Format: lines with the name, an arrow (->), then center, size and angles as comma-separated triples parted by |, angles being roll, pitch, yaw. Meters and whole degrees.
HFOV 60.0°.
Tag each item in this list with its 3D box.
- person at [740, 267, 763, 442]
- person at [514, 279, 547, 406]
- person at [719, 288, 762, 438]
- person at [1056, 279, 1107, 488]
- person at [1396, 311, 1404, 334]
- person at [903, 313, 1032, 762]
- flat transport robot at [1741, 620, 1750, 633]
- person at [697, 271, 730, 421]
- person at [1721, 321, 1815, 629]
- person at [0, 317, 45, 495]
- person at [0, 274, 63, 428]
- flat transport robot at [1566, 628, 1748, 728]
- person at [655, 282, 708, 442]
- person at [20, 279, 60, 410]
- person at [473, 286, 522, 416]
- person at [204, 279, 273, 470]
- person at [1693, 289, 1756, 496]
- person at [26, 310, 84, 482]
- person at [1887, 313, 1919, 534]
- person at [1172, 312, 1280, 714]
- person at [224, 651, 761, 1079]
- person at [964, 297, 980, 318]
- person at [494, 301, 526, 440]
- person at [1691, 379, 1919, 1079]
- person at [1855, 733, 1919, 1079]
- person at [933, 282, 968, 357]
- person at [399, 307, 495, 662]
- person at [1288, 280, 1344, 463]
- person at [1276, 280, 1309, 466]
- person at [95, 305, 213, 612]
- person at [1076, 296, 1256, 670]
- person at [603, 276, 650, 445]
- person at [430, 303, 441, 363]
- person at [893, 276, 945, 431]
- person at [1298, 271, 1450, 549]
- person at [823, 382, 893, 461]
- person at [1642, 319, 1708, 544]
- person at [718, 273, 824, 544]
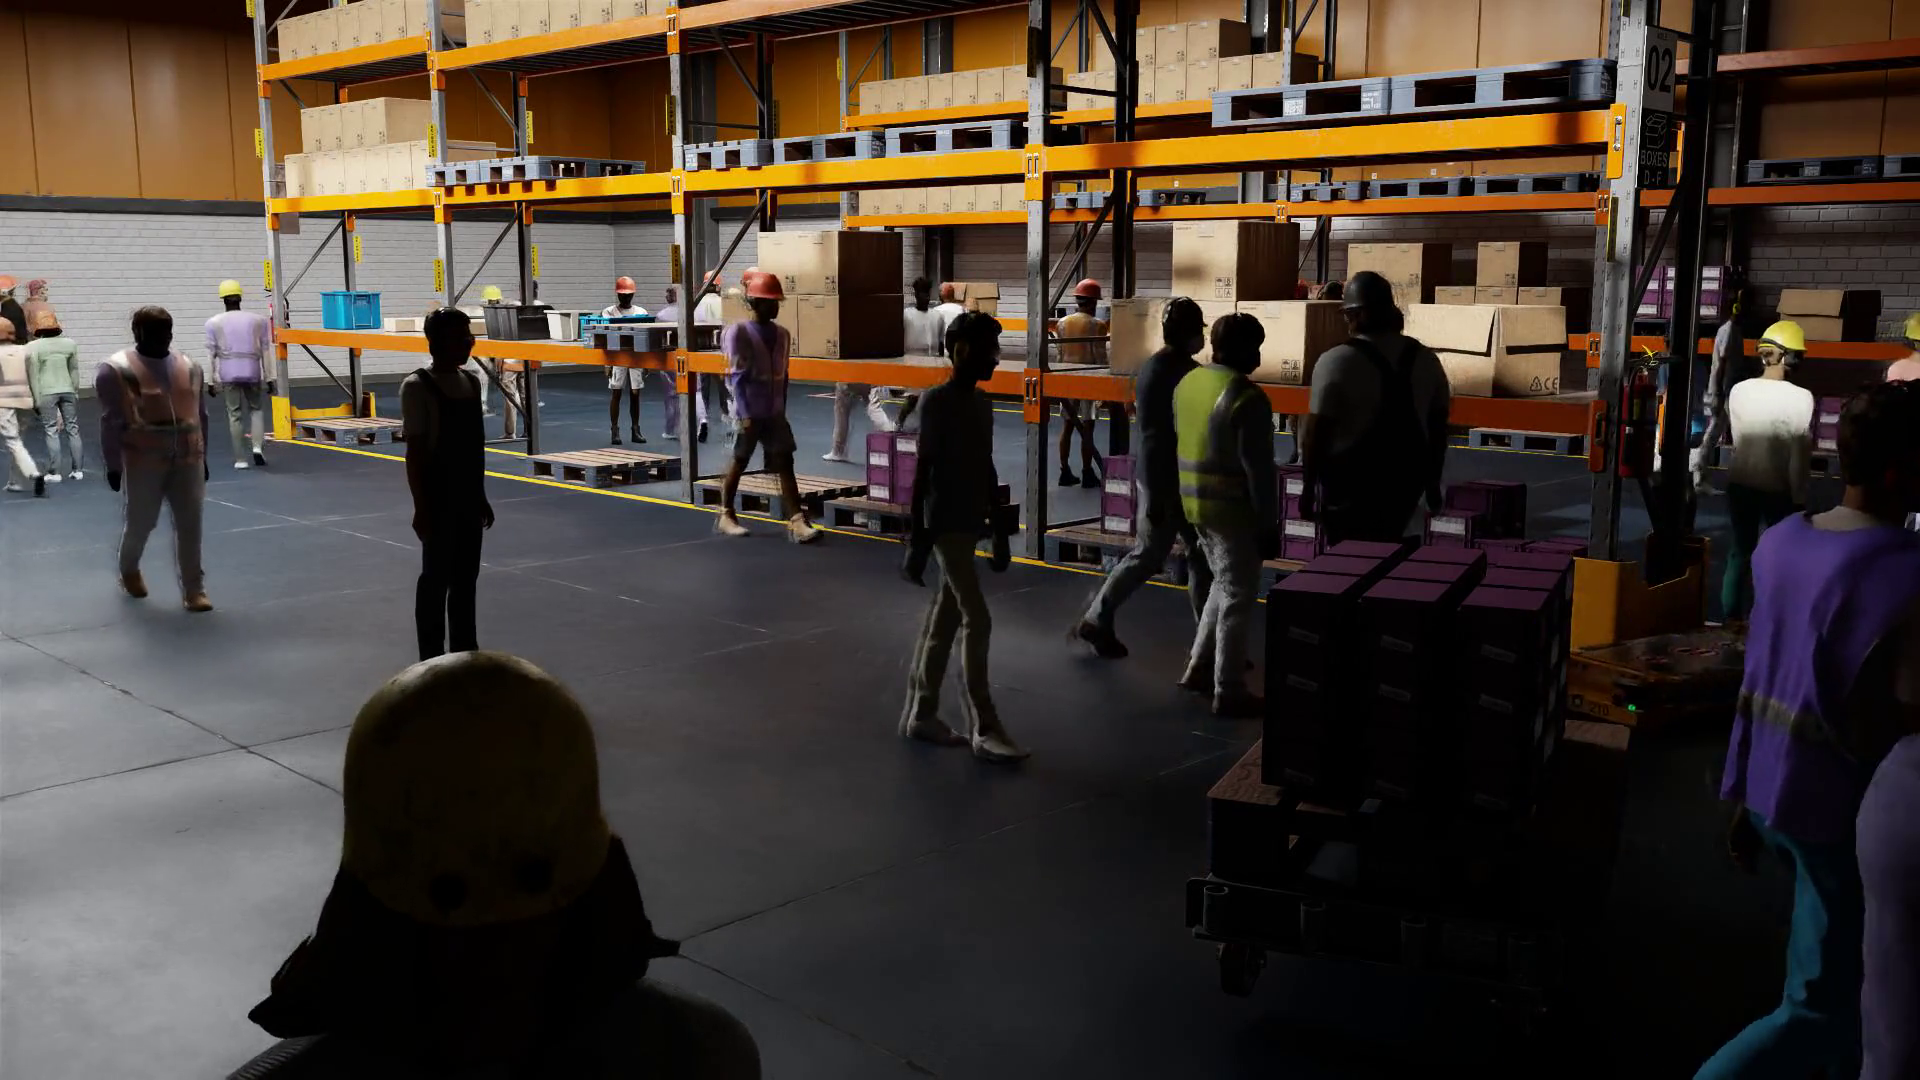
person -> -2.407, -2.170, 19.510 | 0.377, 2.044, 0.608 | 4, 10, 23
person -> -6.244, -2.829, 24.058 | 0.602, 1.888, 0.844 | 3, 10, 17
person -> -2.550, -2.080, 19.710 | 0.637, 1.802, 0.670 | -7, 12, -37
person -> 1.150, -1.447, 15.430 | 0.544, 1.929, 0.384 | 7, 12, 38
person -> 3.792, -1.214, 14.803 | 0.631, 1.673, 0.547 | -3, 10, -20
person -> 0.080, -0.008, 6.887 | 0.822, 1.833, 0.528 | 6, 11, 31
flat transport robot -> 4.585, 0.501, 8.549 | 1.431, 0.197, 0.652 | -5, 11, -29
person -> -3.265, -2.567, 22.090 | 0.612, 1.995, 0.378 | 1, 9, 8
person -> 4.279, -0.276, 8.783 | 0.380, 1.754, 0.539 | -4, 10, -25
person -> -8.433, -1.185, 14.844 | 0.794, 1.607, 0.524 | 6, 11, 31
person -> -11.543, -2.269, 20.364 | 0.957, 1.965, 0.604 | -7, 11, -35
flat transport robot -> 3.390, 0.625, 7.792 | 1.431, 0.197, 0.652 | -5, 11, -29
person -> -3.261, -2.088, 19.531 | 0.633, 1.878, 0.907 | -5, 10, -27
person -> -12.111, -2.481, 21.889 | 0.649, 1.890, 0.564 | 6, 11, 31
person -> -6.288, -2.558, 22.693 | 0.835, 1.786, 0.580 | 5, 10, 27
person -> -7.252, -1.655, 16.723 | 0.621, 1.913, 0.402 | -6, 11, -31
person -> 6.911, -1.279, 14.661 | 0.846, 1.837, 0.561 | 4, 10, 24
person -> -8.614, -1.364, 15.817 | 0.280, 1.633, 0.498 | 6, 11, 31
person -> 6.295, -0.621, 10.938 | 0.529, 1.746, 0.365 | -3, 10, -18
person -> 1.215, -0.110, 7.523 | 0.437, 1.826, 0.660 | -4, 10, -23
person -> -0.373, 0.938, 1.375 | 0.492, 1.740, 0.324 | -5, 11, -28
person -> 0.160, -2.587, 23.344 | 0.497, 1.626, 0.282 | -4, 10, -23
person -> -5.281, -1.999, 19.692 | 0.309, 1.641, 0.514 | 7, 12, 38
person -> 1.736, 0.577, 3.381 | 0.867, 1.818, 0.576 | -1, 9, -5
person -> 1.248, 0.830, 1.599 | 0.756, 1.900, 0.370 | 7, 12, 39
person -> -0.121, -2.457, 21.846 | 0.583, 1.853, 0.862 | -5, 10, -27
person -> -2.430, -0.187, 7.957 | 0.331, 1.843, 0.520 | 4, 10, 22
person -> 2.778, -0.986, 12.584 | 0.627, 1.935, 0.371 | 0, 9, -1
person -> 3.421, -1.652, 16.706 | 0.497, 1.918, 0.568 | 2, 9, 11
person -> -4.813, -0.494, 9.945 | 0.835, 1.817, 0.632 | 9, 13, 43
person -> 1.022, -0.287, 8.455 | 0.953, 1.897, 0.639 | 6, 11, 32
person -> -3.842, -2.068, 19.218 | 0.547, 1.934, 0.376 | -5, 10, -28
person -> -6.713, -2.344, 21.926 | 0.555, 1.590, 0.786 | 9, 13, 44
person -> -0.456, -1.935, 18.373 | 0.608, 1.950, 0.662 | -6, 11, -31
person -> 1.984, -0.310, 8.112 | 0.711, 2.000, 0.540 | -3, 10, -19
person -> -1.009, -1.717, 17.278 | 0.957, 1.866, 0.658 | 9, 13, 43
person -> 5.149, -0.768, 11.996 | 0.564, 1.677, 0.432 | -7, 12, -37
person -> -1.451, -0.966, 12.305 | 0.609, 1.991, 1.054 | -9, 13, -42
